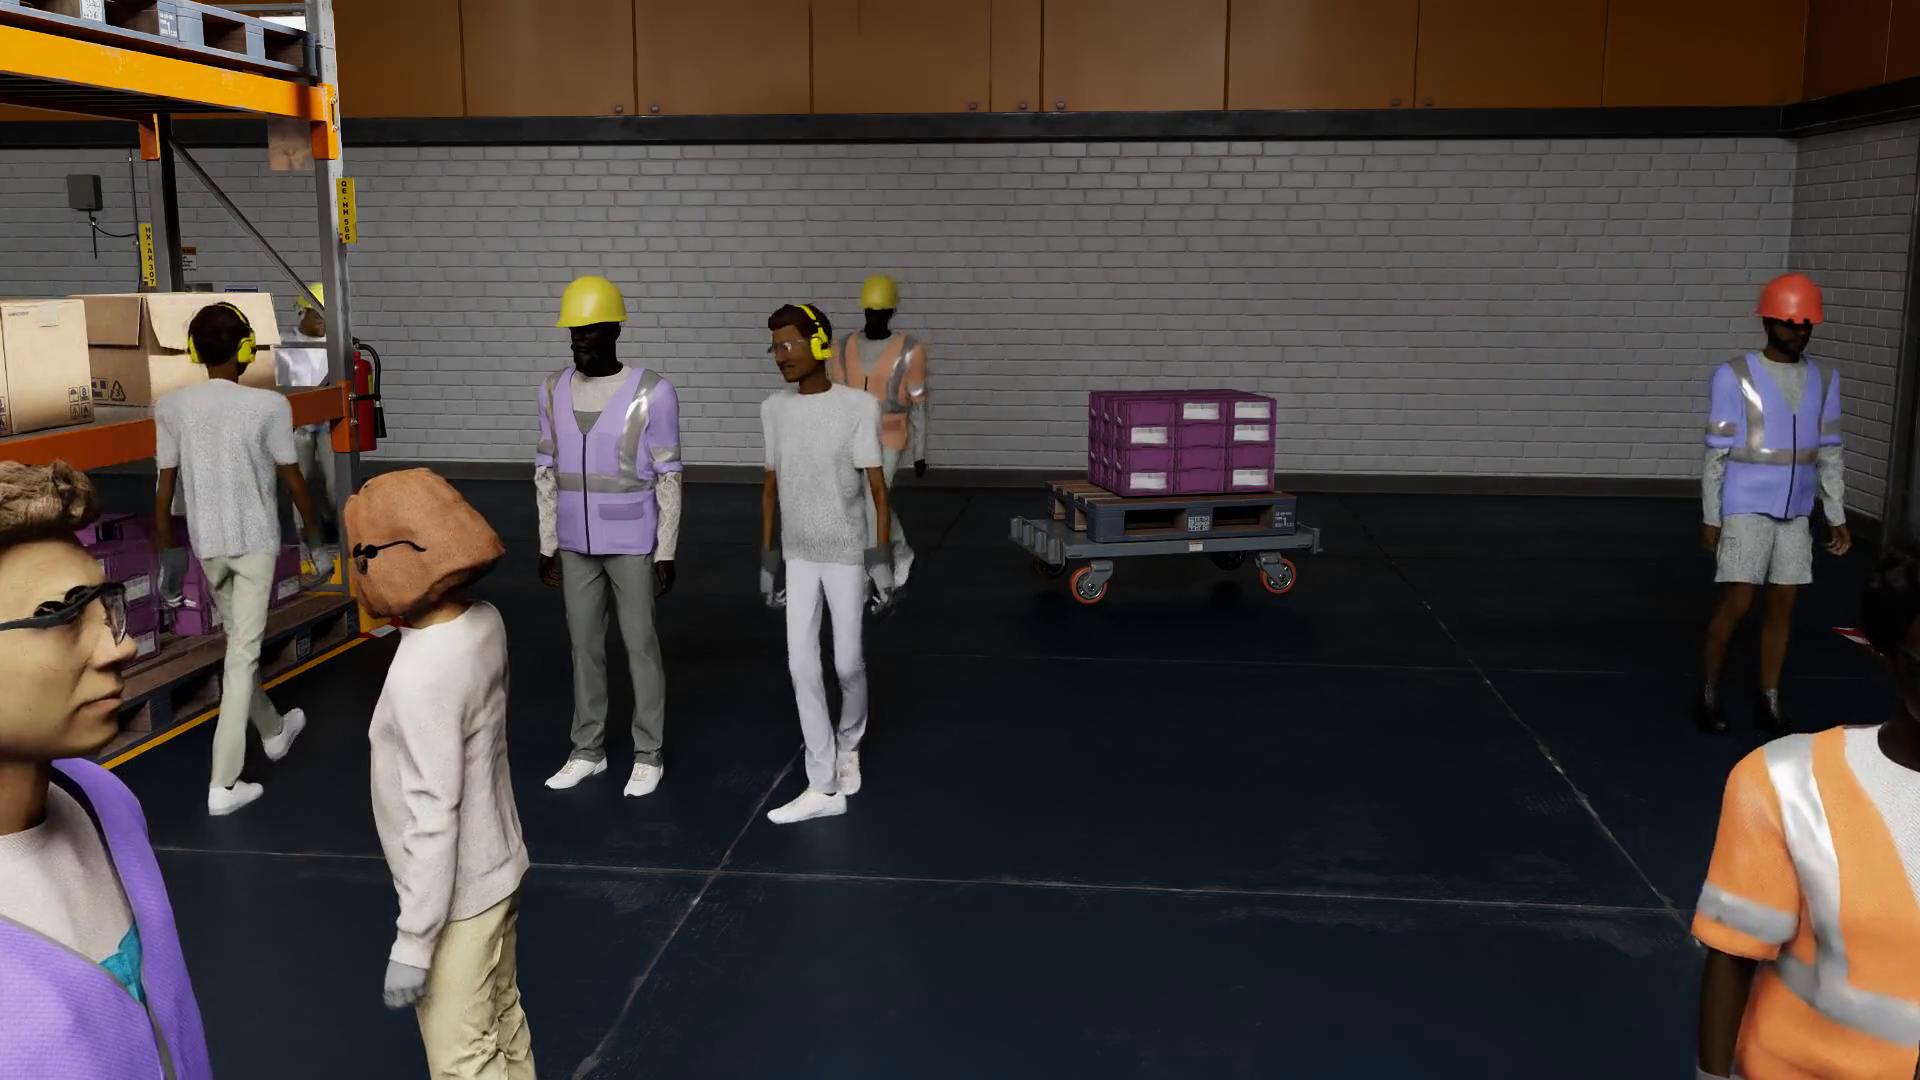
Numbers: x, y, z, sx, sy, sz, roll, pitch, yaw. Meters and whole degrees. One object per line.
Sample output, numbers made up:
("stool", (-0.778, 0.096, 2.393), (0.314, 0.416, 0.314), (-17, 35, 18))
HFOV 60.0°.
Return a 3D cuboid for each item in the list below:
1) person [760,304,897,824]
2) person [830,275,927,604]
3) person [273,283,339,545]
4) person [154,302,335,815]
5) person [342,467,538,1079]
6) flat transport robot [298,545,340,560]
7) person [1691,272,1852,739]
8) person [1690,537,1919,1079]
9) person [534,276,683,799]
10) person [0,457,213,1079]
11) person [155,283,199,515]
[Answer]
("person", (-0.458, 0.076, 6.012), (0.597, 1.834, 0.649), (3, 10, 18))
("person", (-0.450, -0.593, 9.658), (0.600, 1.886, 0.957), (5, 11, 24))
("person", (-4.248, -0.774, 10.907), (0.617, 1.811, 0.472), (-6, 12, -32))
("person", (-2.647, 0.034, 6.237), (0.518, 1.826, 0.957), (1, 10, 7))
("person", (-0.956, 0.675, 3.112), (0.279, 1.633, 0.497), (0, 10, -3))
("flat transport robot", (-3.967, 0.177, 9.864), (1.431, 0.197, 0.652), (-2, 10, -12))
("person", (3.364, -0.126, 6.860), (0.552, 1.932, 0.409), (-1, 10, -8))
("person", (1.323, 0.794, 2.376), (0.545, 1.657, 0.879), (4, 11, 23))
("person", (-1.314, -0.005, 6.166), (0.592, 1.926, 0.366), (3, 10, 17))
("person", (-0.853, 0.845, 1.521), (0.389, 1.850, 0.567), (-1, 10, -8))
("person", (-4.828, -0.714, 10.547), (0.630, 1.809, 0.812), (1, 10, 7))
